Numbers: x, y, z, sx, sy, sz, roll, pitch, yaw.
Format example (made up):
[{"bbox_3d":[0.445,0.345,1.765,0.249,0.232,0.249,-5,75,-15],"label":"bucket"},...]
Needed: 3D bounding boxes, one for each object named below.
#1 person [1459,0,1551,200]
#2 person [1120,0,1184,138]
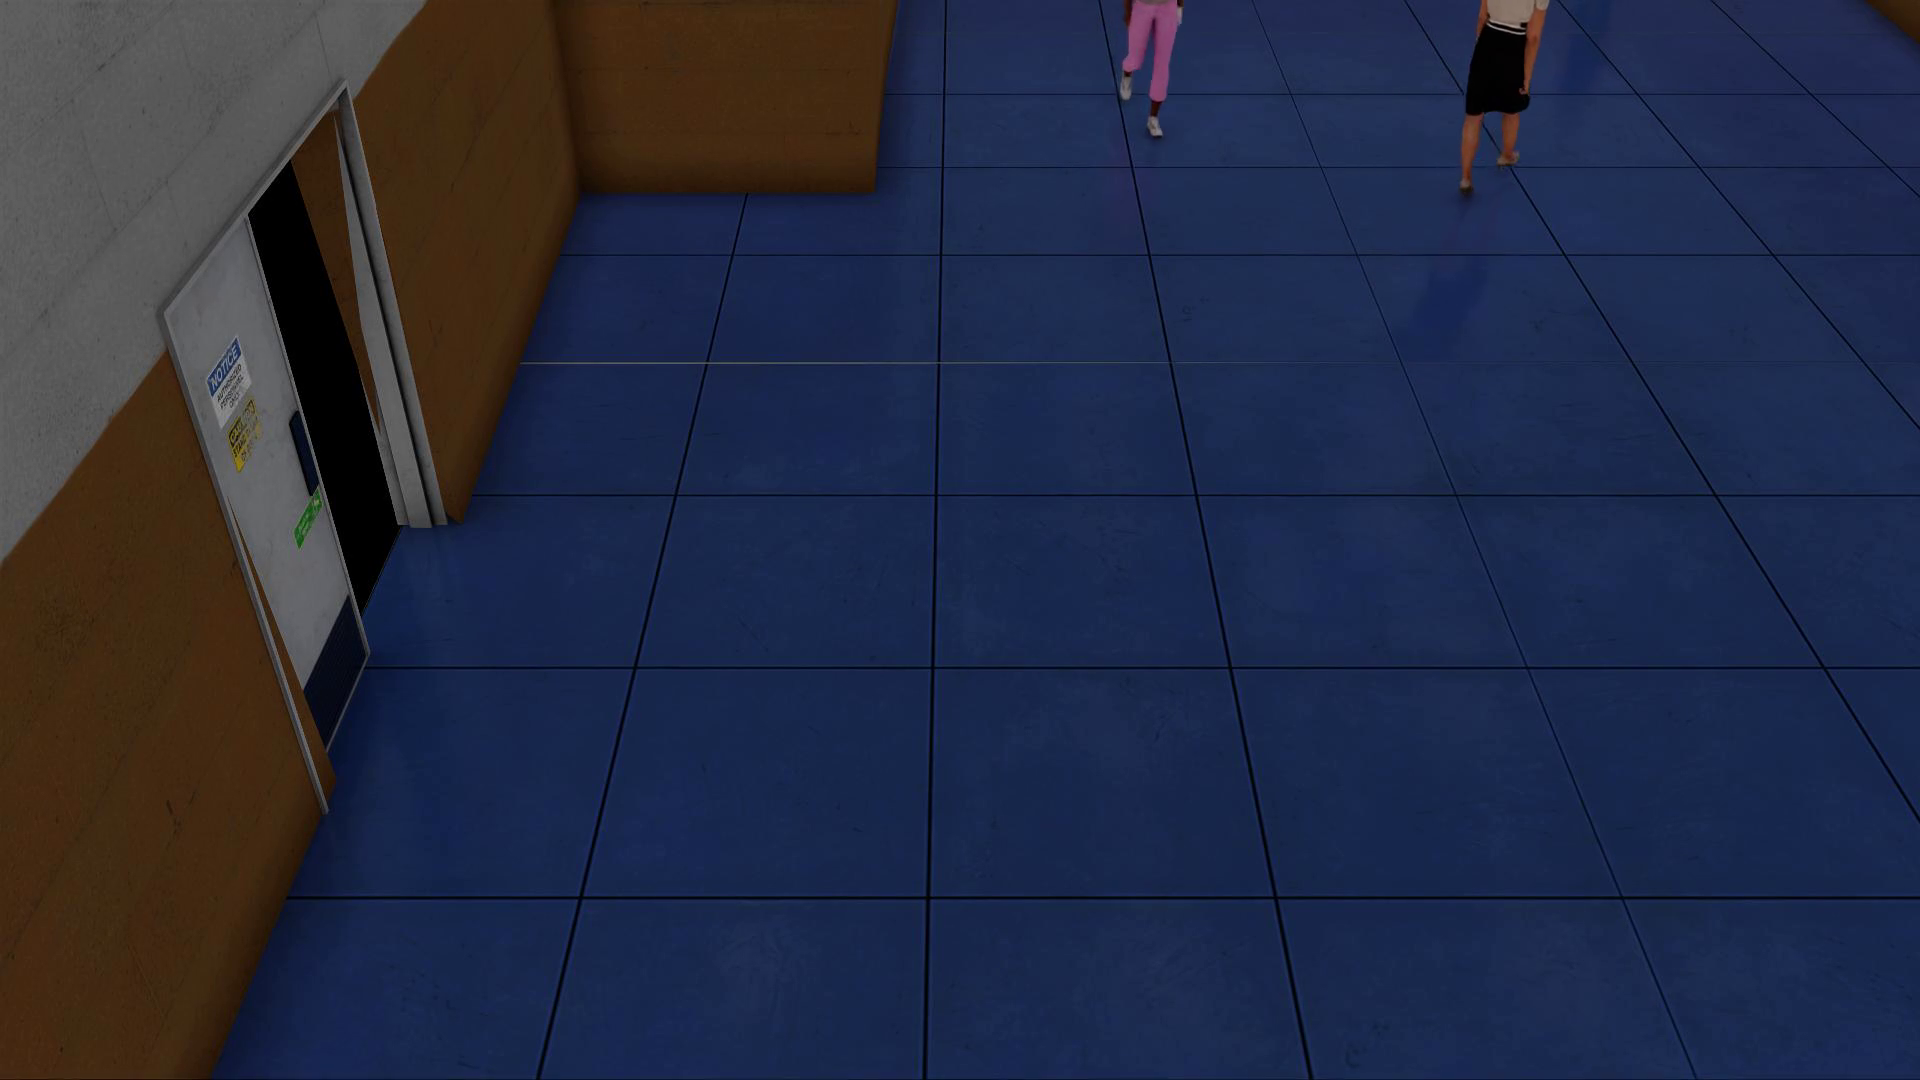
[{"bbox_3d":[3.474,-3.043,10.830,1.045,1.722,1.060,24,43,29],"label":"person"},{"bbox_3d":[1.359,-3.775,11.800,0.890,1.728,0.717,-5,37,-7],"label":"person"}]
